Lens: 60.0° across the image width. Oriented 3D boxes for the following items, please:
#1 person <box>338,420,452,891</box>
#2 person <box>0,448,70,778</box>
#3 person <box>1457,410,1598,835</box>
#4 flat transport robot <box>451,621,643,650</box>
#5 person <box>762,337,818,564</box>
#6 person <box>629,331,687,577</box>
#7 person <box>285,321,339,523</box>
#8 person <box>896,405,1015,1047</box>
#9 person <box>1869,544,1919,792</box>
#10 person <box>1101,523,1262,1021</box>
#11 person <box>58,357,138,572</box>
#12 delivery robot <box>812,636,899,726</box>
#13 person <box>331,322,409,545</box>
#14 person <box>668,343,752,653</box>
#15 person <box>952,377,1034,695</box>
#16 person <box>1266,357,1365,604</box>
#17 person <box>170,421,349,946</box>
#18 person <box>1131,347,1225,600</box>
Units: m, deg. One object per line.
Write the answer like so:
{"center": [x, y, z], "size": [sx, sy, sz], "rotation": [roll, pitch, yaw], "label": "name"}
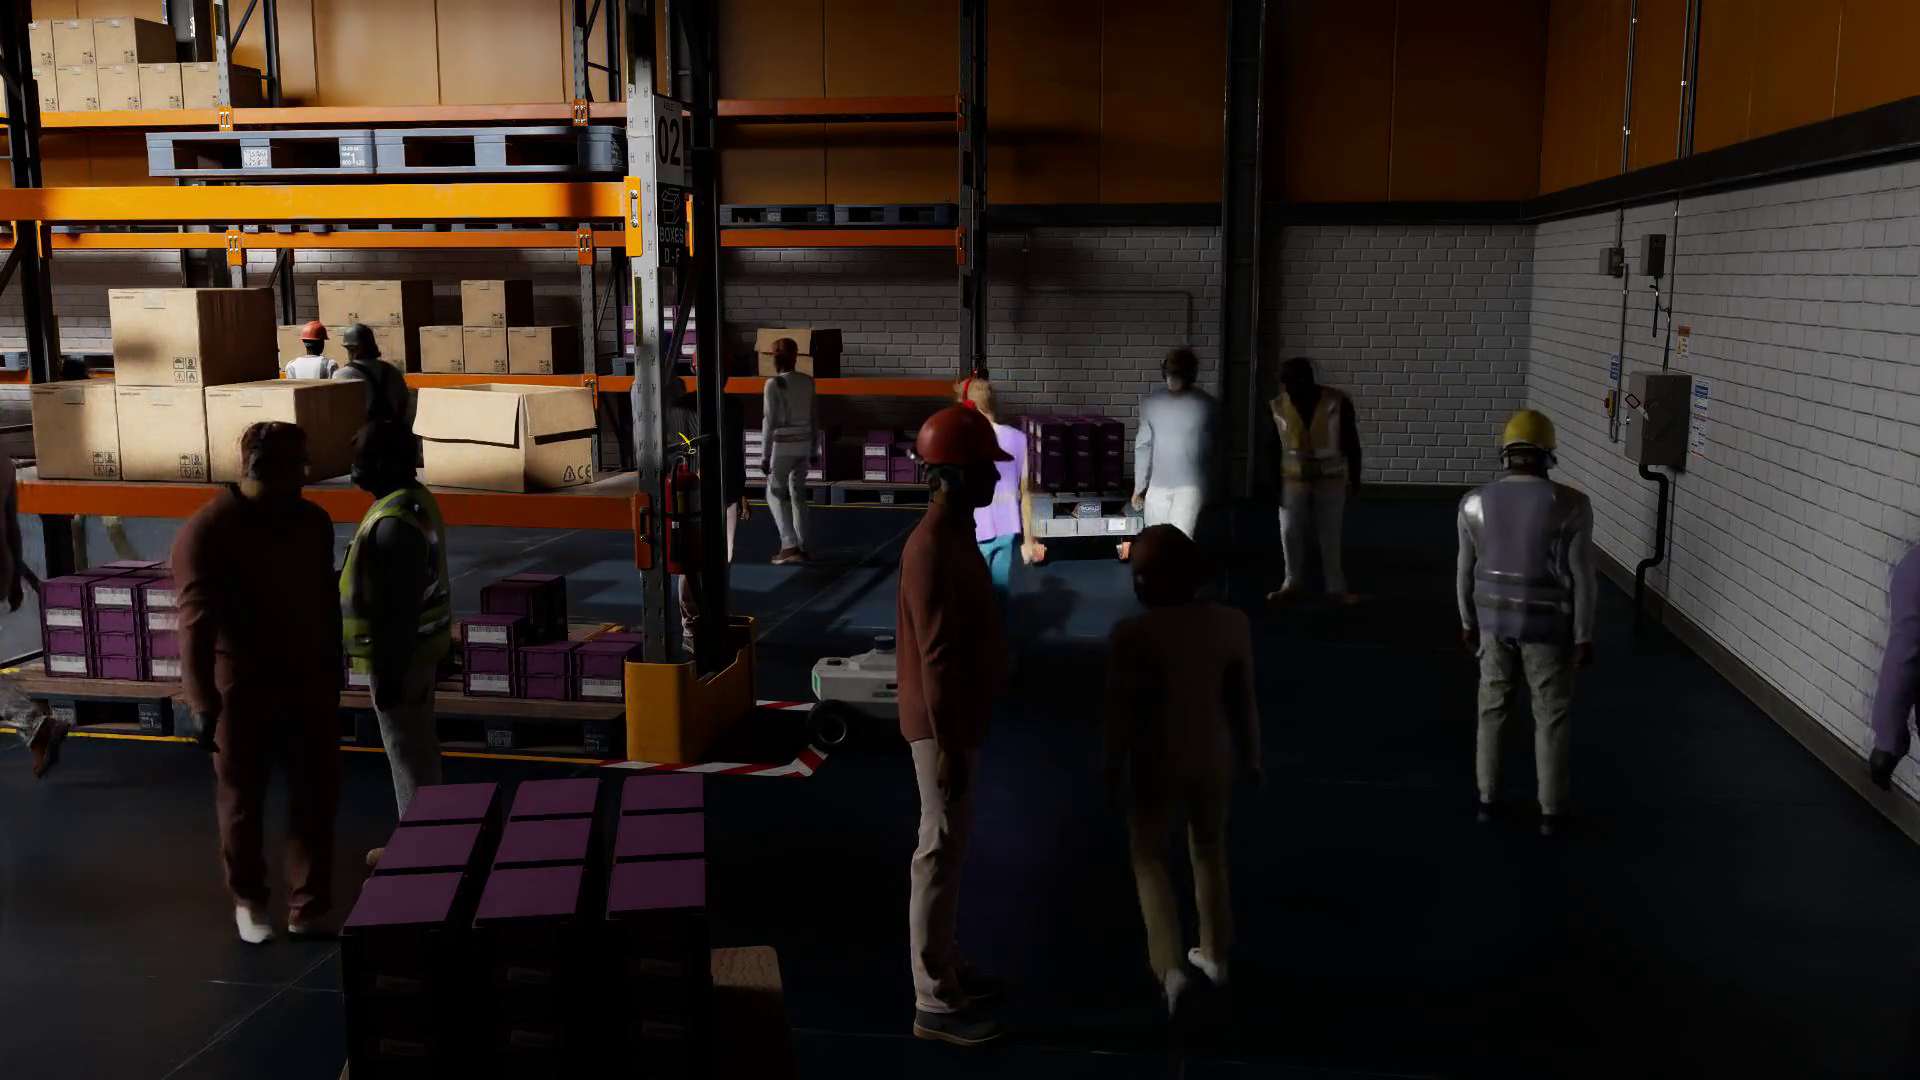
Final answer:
{"center": [-2.201, 0.453, 6.489], "size": [0.429, 1.845, 0.624], "rotation": [-2, 9, -14], "label": "person"}
{"center": [-4.583, 0.212, 7.792], "size": [0.815, 1.917, 0.638], "rotation": [2, 9, 12], "label": "person"}
{"center": [2.435, 0.354, 7.174], "size": [0.607, 1.824, 0.403], "rotation": [8, 12, 40], "label": "person"}
{"center": [-2.640, 0.647, 10.144], "size": [1.431, 0.197, 0.652], "rotation": [2, 9, 10], "label": "flat transport robot"}
{"center": [-1.393, -0.729, 13.730], "size": [0.412, 1.876, 0.598], "rotation": [8, 12, 39], "label": "person"}
{"center": [-2.330, -0.665, 13.097], "size": [0.404, 1.944, 0.615], "rotation": [5, 10, 27], "label": "person"}
{"center": [-6.167, -1.128, 15.997], "size": [0.543, 1.940, 0.361], "rotation": [1, 9, 6], "label": "person"}
{"center": [-0.016, 0.573, 5.265], "size": [0.375, 1.997, 0.608], "rotation": [0, 9, 3], "label": "person"}
{"center": [3.292, 0.652, 5.177], "size": [0.674, 1.868, 0.878], "rotation": [-1, 9, -5], "label": "person"}
{"center": [0.748, 0.745, 5.401], "size": [0.579, 1.612, 0.617], "rotation": [-2, 9, -13], "label": "person"}
{"center": [-6.122, -0.388, 11.786], "size": [0.948, 1.825, 0.555], "rotation": [7, 11, 37], "label": "person"}
{"center": [-0.382, 0.731, 8.453], "size": [0.707, 0.478, 0.477], "rotation": [1, 9, 6], "label": "delivery robot"}
{"center": [-4.949, -0.858, 14.010], "size": [0.980, 2.000, 0.691], "rotation": [6, 11, 34], "label": "person"}
{"center": [-1.574, -0.283, 10.579], "size": [0.378, 1.996, 0.610], "rotation": [7, 11, 37], "label": "person"}
{"center": [0.191, -0.006, 9.421], "size": [0.614, 1.816, 0.665], "rotation": [-6, 11, -35], "label": "person"}
{"center": [2.591, -0.412, 12.011], "size": [0.759, 1.809, 0.433], "rotation": [2, 9, 15], "label": "person"}
{"center": [-2.462, 0.526, 5.916], "size": [0.551, 1.880, 0.743], "rotation": [6, 11, 34], "label": "person"}
{"center": [1.522, -0.360, 11.307], "size": [0.637, 1.917, 0.712], "rotation": [7, 12, 38], "label": "person"}
